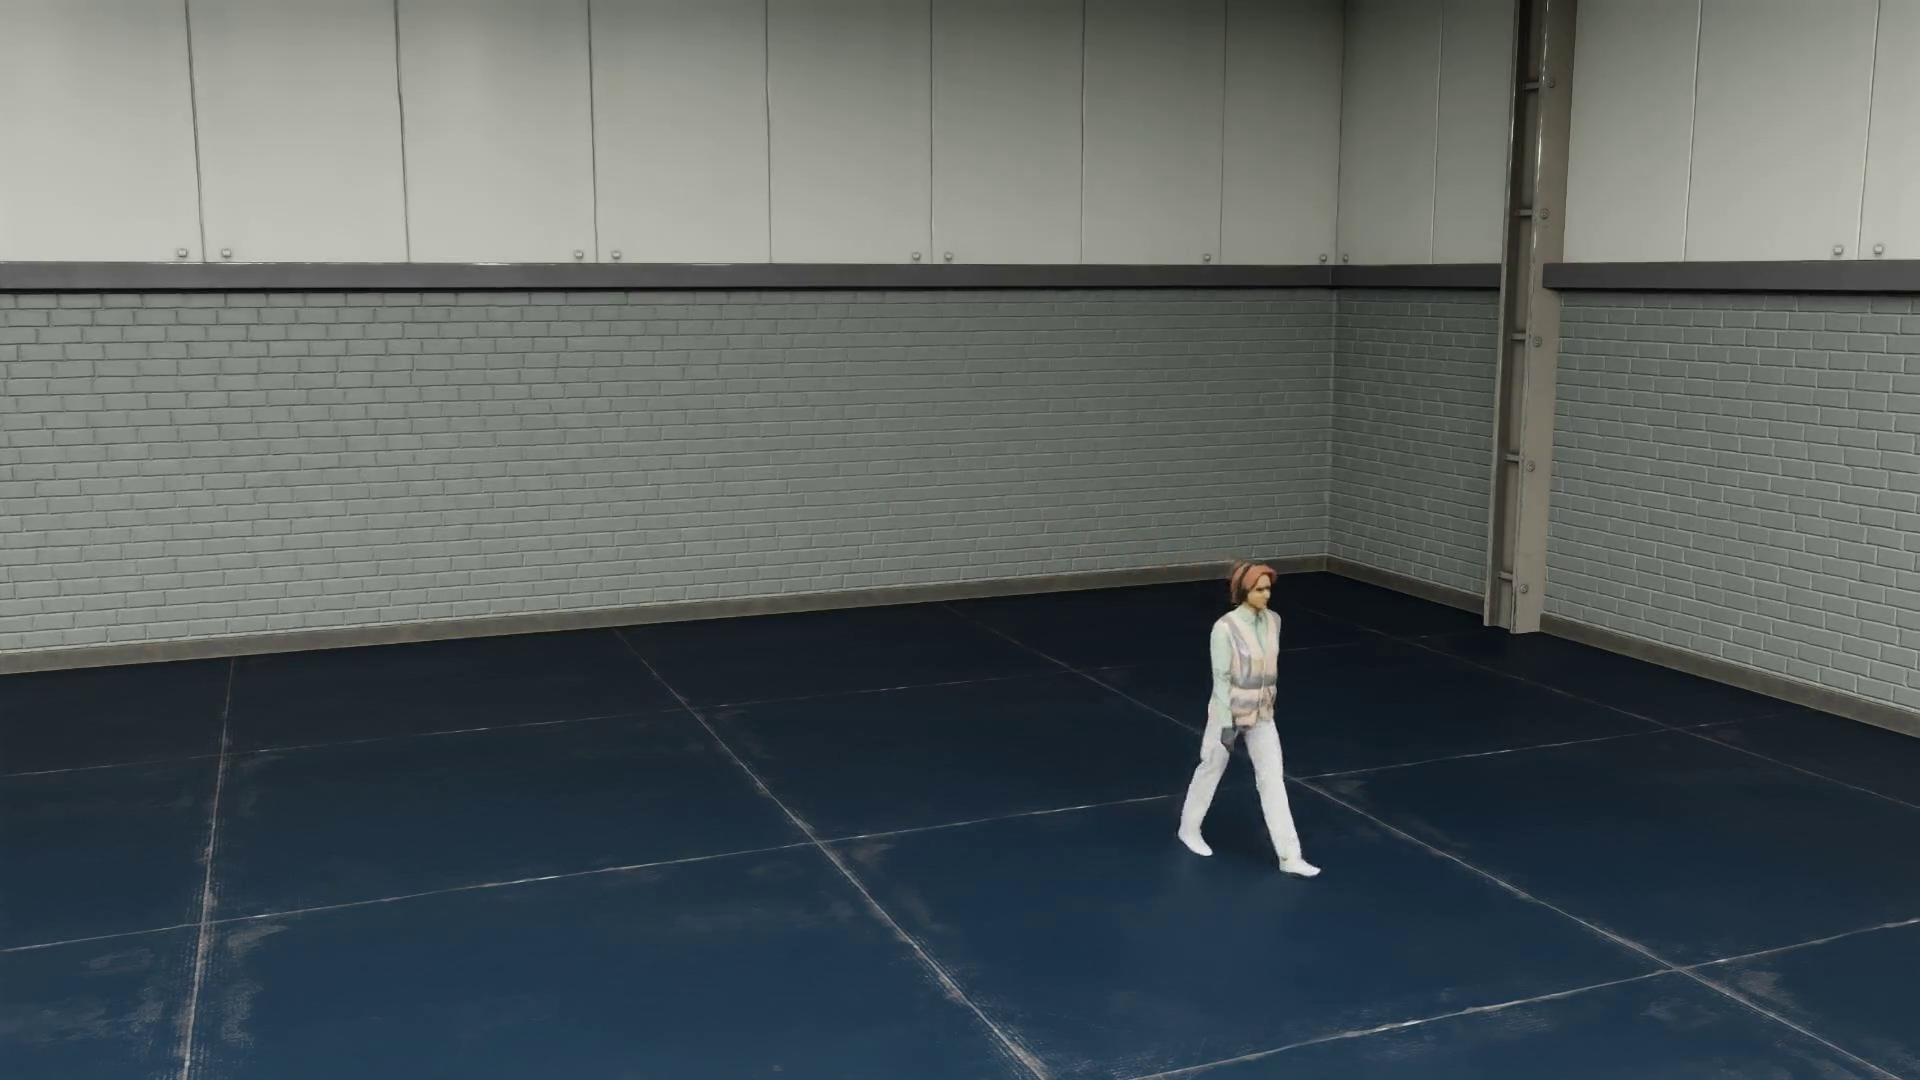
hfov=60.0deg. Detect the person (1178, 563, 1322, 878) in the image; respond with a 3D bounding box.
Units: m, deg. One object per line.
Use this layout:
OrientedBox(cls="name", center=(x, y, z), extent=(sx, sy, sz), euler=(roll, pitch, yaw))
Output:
OrientedBox(cls="person", center=(1.446, 0.899, 8.486), extent=(0.535, 1.590, 0.877), euler=(-7, 11, -37))
